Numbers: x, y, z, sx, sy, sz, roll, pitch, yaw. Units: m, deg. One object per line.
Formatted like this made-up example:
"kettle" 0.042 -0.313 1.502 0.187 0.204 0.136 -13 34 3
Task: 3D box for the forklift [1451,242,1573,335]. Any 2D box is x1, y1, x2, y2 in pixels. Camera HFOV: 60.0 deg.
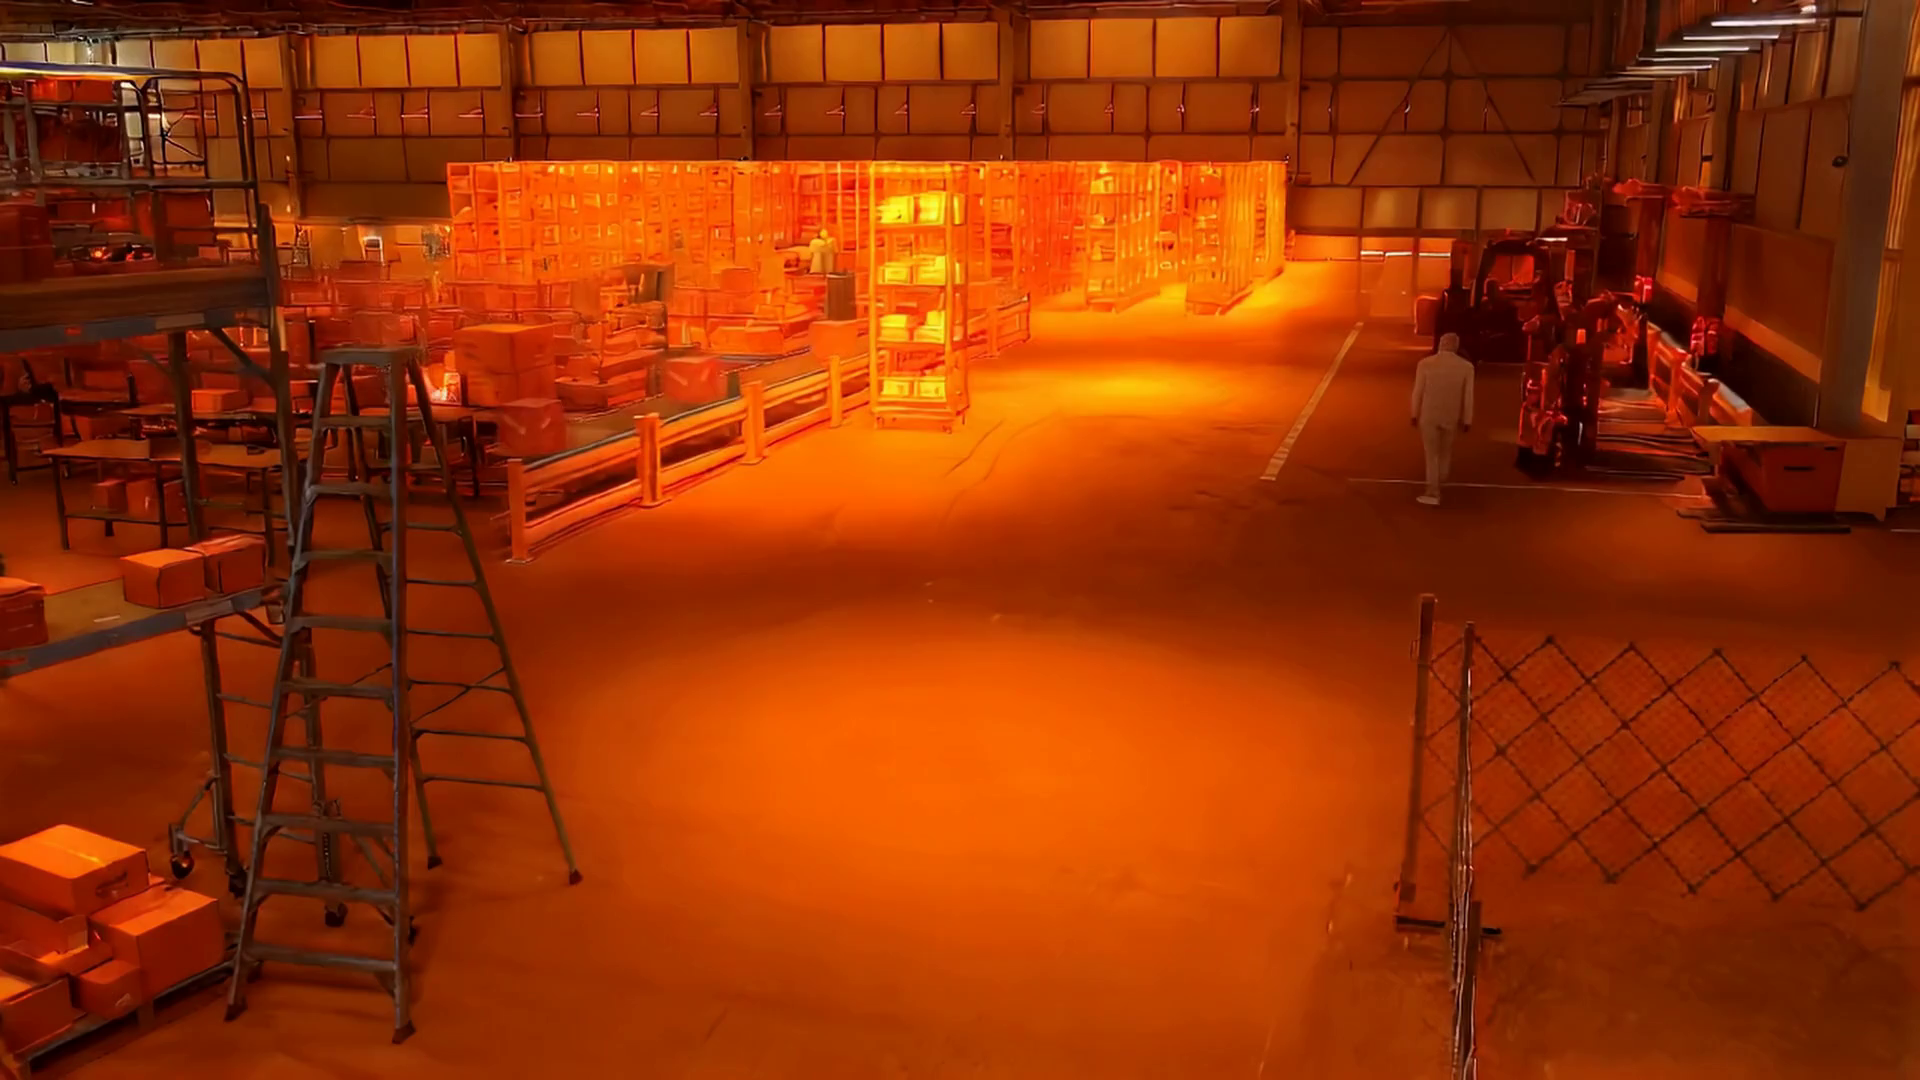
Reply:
"forklift" 10.464 -4.597 31.405 2.680 1.987 1.157 4 14 16

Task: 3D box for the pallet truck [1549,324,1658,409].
"pallet truck" 9.824 -2.669 25.407 1.601 1.201 0.680 4 14 16

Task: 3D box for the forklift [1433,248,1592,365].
"forklift" 9.780 -4.111 29.280 2.680 1.987 1.157 3 13 14

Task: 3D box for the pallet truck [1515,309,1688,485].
"pallet truck" 7.554 -1.677 19.446 1.885 1.965 0.823 3 13 14

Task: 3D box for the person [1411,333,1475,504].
"person" 5.314 -1.362 18.432 0.652 1.841 1.011 0 13 0

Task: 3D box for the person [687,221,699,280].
"person" -8.155 -8.868 50.883 0.404 1.824 0.586 -5 14 -20

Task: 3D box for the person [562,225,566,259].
"person" -12.127 -8.799 50.358 0.597 1.925 0.639 -5 14 -21

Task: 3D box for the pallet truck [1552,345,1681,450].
"pallet truck" 8.641 -1.896 21.908 1.630 1.274 0.653 4 14 16

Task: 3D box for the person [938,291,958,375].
"person" -0.222 -3.537 27.369 0.366 2.048 0.607 -1 13 -2

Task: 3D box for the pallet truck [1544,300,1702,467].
"pallet truck" 8.263 -1.952 20.631 1.885 1.965 0.823 5 14 20

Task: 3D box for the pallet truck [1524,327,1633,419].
"pallet truck" 9.065 -2.460 24.370 1.522 1.261 0.704 3 13 14
